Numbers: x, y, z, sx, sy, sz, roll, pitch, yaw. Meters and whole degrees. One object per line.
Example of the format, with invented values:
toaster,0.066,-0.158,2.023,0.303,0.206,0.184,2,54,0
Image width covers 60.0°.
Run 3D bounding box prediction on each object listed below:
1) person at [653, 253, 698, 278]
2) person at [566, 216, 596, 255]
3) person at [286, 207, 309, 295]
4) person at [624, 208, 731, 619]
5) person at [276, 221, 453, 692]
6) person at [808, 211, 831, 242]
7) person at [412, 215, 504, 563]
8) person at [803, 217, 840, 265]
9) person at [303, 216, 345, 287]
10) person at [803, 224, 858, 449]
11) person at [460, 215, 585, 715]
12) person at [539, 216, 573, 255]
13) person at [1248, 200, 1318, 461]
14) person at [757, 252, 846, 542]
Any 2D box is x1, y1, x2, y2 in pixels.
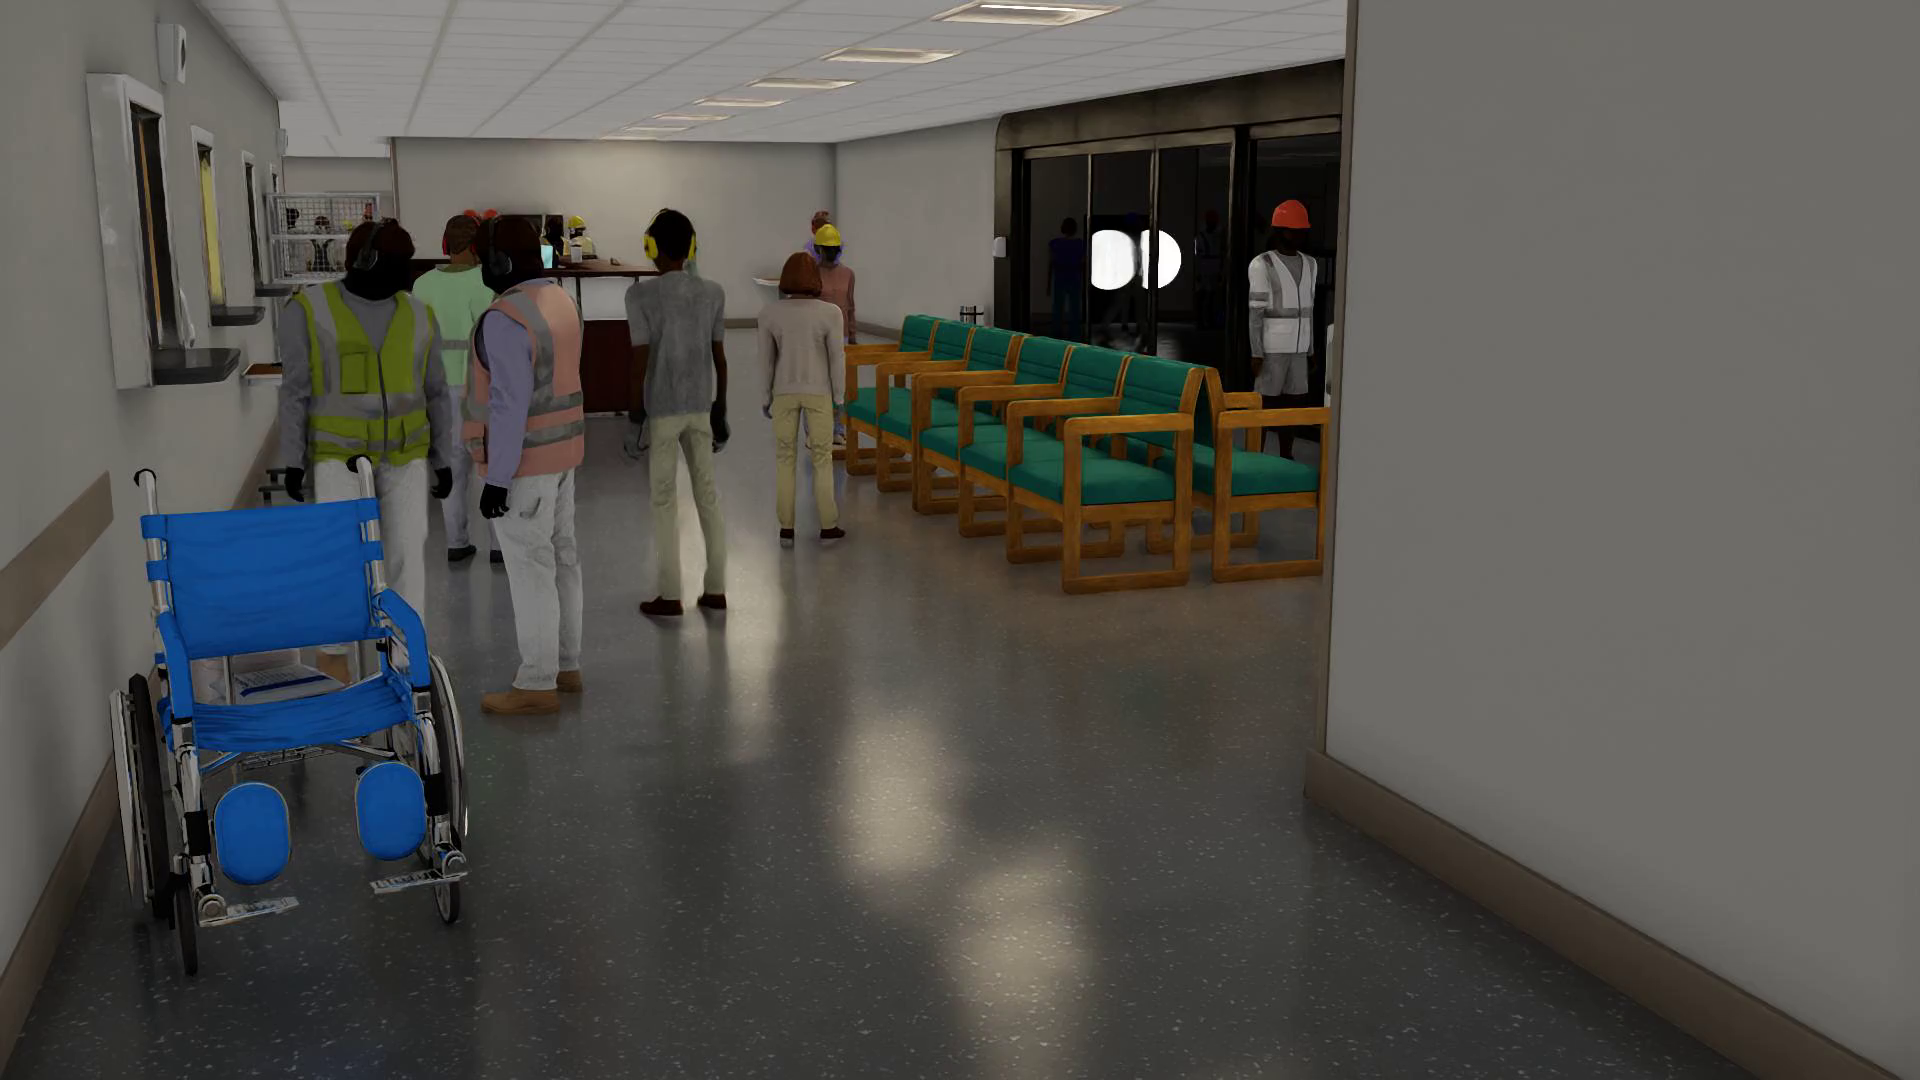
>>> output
person,-3.799,-3.445,22.293,0.620,1.906,1.002,1,11,4
person,-5.476,-3.722,23.878,0.404,1.833,0.590,5,12,25
person,-10.536,-4.271,26.348,0.363,1.966,0.610,3,11,15
person,-1.292,-0.569,7.610,0.532,1.868,0.307,-8,14,-36
person,-2.272,-0.311,6.428,0.652,1.811,0.447,-8,14,-37
person,-2.065,-3.987,25.046,0.408,1.906,0.653,-2,11,-11
person,-2.595,-0.787,8.805,0.564,1.838,0.388,3,11,13
person,-1.765,-3.270,21.605,0.628,1.826,0.579,11,15,44
person,-8.372,-3.350,21.973,0.502,1.838,0.345,-2,11,-9
person,-1.038,-1.602,13.178,0.533,1.765,0.318,-8,13,-35
person,-1.616,-0.271,6.166,0.429,1.837,0.621,2,11,8
person,-5.003,-3.082,20.607,0.429,1.835,0.633,9,14,40
person,2.186,-1.297,11.165,0.551,1.936,0.357,-6,13,-29
person,-0.887,-0.798,9.385,0.501,1.633,0.285,2,11,8
